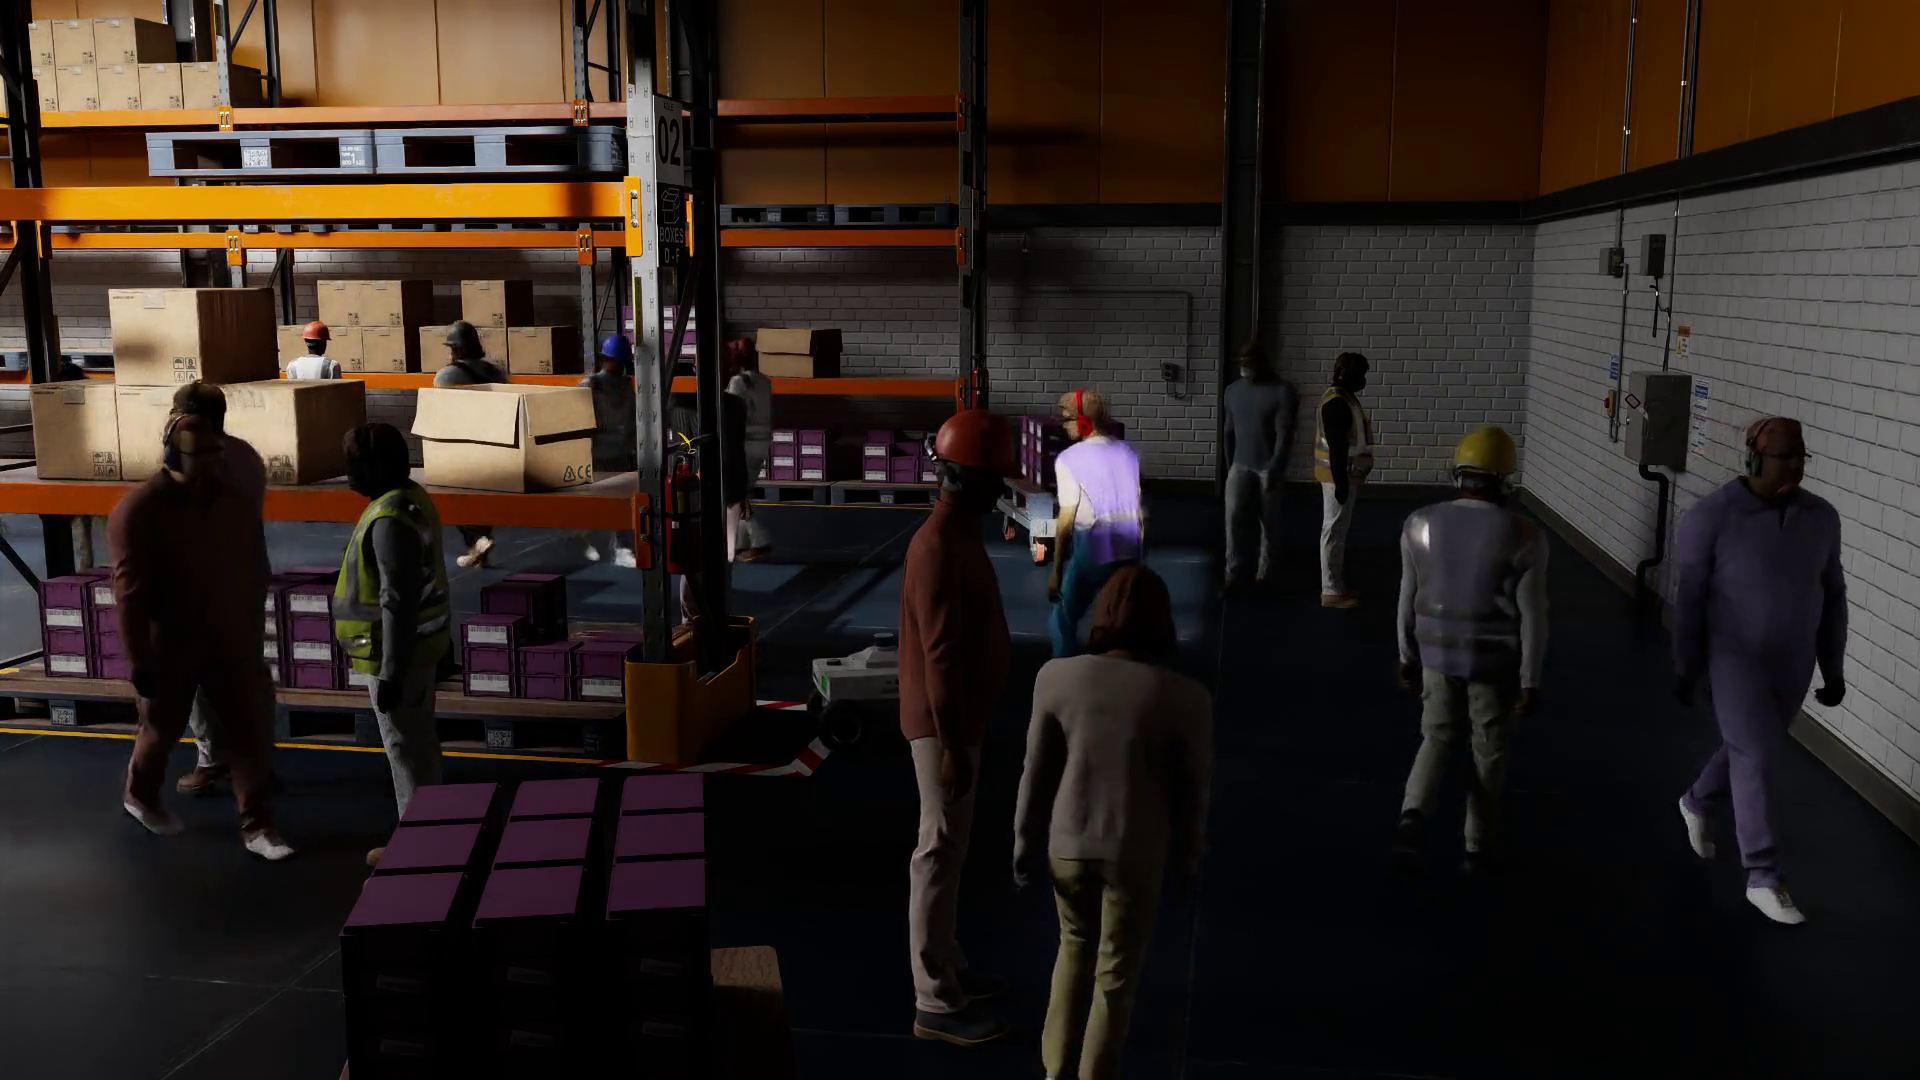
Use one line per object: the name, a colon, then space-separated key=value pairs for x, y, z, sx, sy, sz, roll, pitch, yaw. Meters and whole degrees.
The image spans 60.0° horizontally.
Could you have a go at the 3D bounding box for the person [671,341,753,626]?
person: x=-1.553 y=-0.280 z=10.565 sx=0.396 sy=1.992 sz=0.619 roll=7 pitch=11 yaw=37

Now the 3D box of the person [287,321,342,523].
person: x=-6.164 y=-1.131 z=16.020 sx=0.549 sy=1.936 sz=0.376 roll=1 pitch=9 yaw=7

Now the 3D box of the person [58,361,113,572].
person: x=-5.713 y=-0.249 z=10.882 sx=0.560 sy=1.832 sz=0.516 roll=-1 pitch=9 yaw=-4

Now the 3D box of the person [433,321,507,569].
person: x=-3.970 y=-0.760 z=13.403 sx=0.552 sy=2.000 sz=0.712 roll=6 pitch=11 yaw=34

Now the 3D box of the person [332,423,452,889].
person: x=-2.205 y=0.459 z=6.482 sx=0.430 sy=1.837 sz=0.621 roll=-2 pitch=9 yaw=-13

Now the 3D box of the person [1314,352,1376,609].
person: x=2.773 y=-0.434 z=12.013 sx=0.429 sy=1.838 sz=0.621 roll=2 pitch=9 yaw=14

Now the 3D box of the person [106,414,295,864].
person: x=-3.200 y=0.389 z=6.864 sx=0.943 sy=1.851 sz=0.660 roll=7 pitch=11 yaw=37

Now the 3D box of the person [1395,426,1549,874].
person: x=1.991 y=0.460 z=6.531 sx=0.605 sy=1.811 sz=0.626 roll=7 pitch=11 yaw=36

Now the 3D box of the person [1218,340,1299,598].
person: x=2.149 y=-0.503 z=12.218 sx=0.618 sy=1.903 sz=0.756 roll=6 pitch=11 yaw=34

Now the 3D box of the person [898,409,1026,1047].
person: x=0.003 y=0.578 z=5.274 sx=0.399 sy=1.984 sz=0.610 roll=1 pitch=9 yaw=5

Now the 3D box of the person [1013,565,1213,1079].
person: x=0.415 y=0.873 z=4.580 sx=0.529 sy=1.606 sz=0.394 roll=3 pitch=10 yaw=19

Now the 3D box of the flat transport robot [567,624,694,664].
flat transport robot: x=-2.148 y=0.661 z=10.055 sx=1.431 sy=0.197 sz=0.652 roll=2 pitch=9 yaw=10

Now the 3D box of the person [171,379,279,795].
person: x=-3.434 y=0.223 z=7.663 sx=0.538 sy=1.920 sz=0.640 roll=2 pitch=9 yaw=10

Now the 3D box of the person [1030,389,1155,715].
person: x=0.704 y=0.124 z=8.663 sx=0.680 sy=1.798 sz=0.793 roll=-8 pitch=12 yaw=-40

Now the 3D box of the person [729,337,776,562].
person: x=-1.764 y=-0.737 z=13.763 sx=0.610 sy=1.874 sz=0.678 roll=3 pitch=10 yaw=18

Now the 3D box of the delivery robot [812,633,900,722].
delivery robot: x=-0.389 y=0.720 z=8.525 sx=0.707 sy=0.478 sz=0.477 roll=-2 pitch=9 yaw=-12

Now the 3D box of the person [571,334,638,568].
person: x=-2.829 y=-0.705 z=13.443 sx=0.583 sy=1.915 sz=0.678 roll=5 pitch=10 yaw=27

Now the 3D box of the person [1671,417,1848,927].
person: x=3.086 y=0.443 z=6.478 sx=0.651 sy=1.873 sz=0.939 roll=-1 pitch=9 yaw=-9
